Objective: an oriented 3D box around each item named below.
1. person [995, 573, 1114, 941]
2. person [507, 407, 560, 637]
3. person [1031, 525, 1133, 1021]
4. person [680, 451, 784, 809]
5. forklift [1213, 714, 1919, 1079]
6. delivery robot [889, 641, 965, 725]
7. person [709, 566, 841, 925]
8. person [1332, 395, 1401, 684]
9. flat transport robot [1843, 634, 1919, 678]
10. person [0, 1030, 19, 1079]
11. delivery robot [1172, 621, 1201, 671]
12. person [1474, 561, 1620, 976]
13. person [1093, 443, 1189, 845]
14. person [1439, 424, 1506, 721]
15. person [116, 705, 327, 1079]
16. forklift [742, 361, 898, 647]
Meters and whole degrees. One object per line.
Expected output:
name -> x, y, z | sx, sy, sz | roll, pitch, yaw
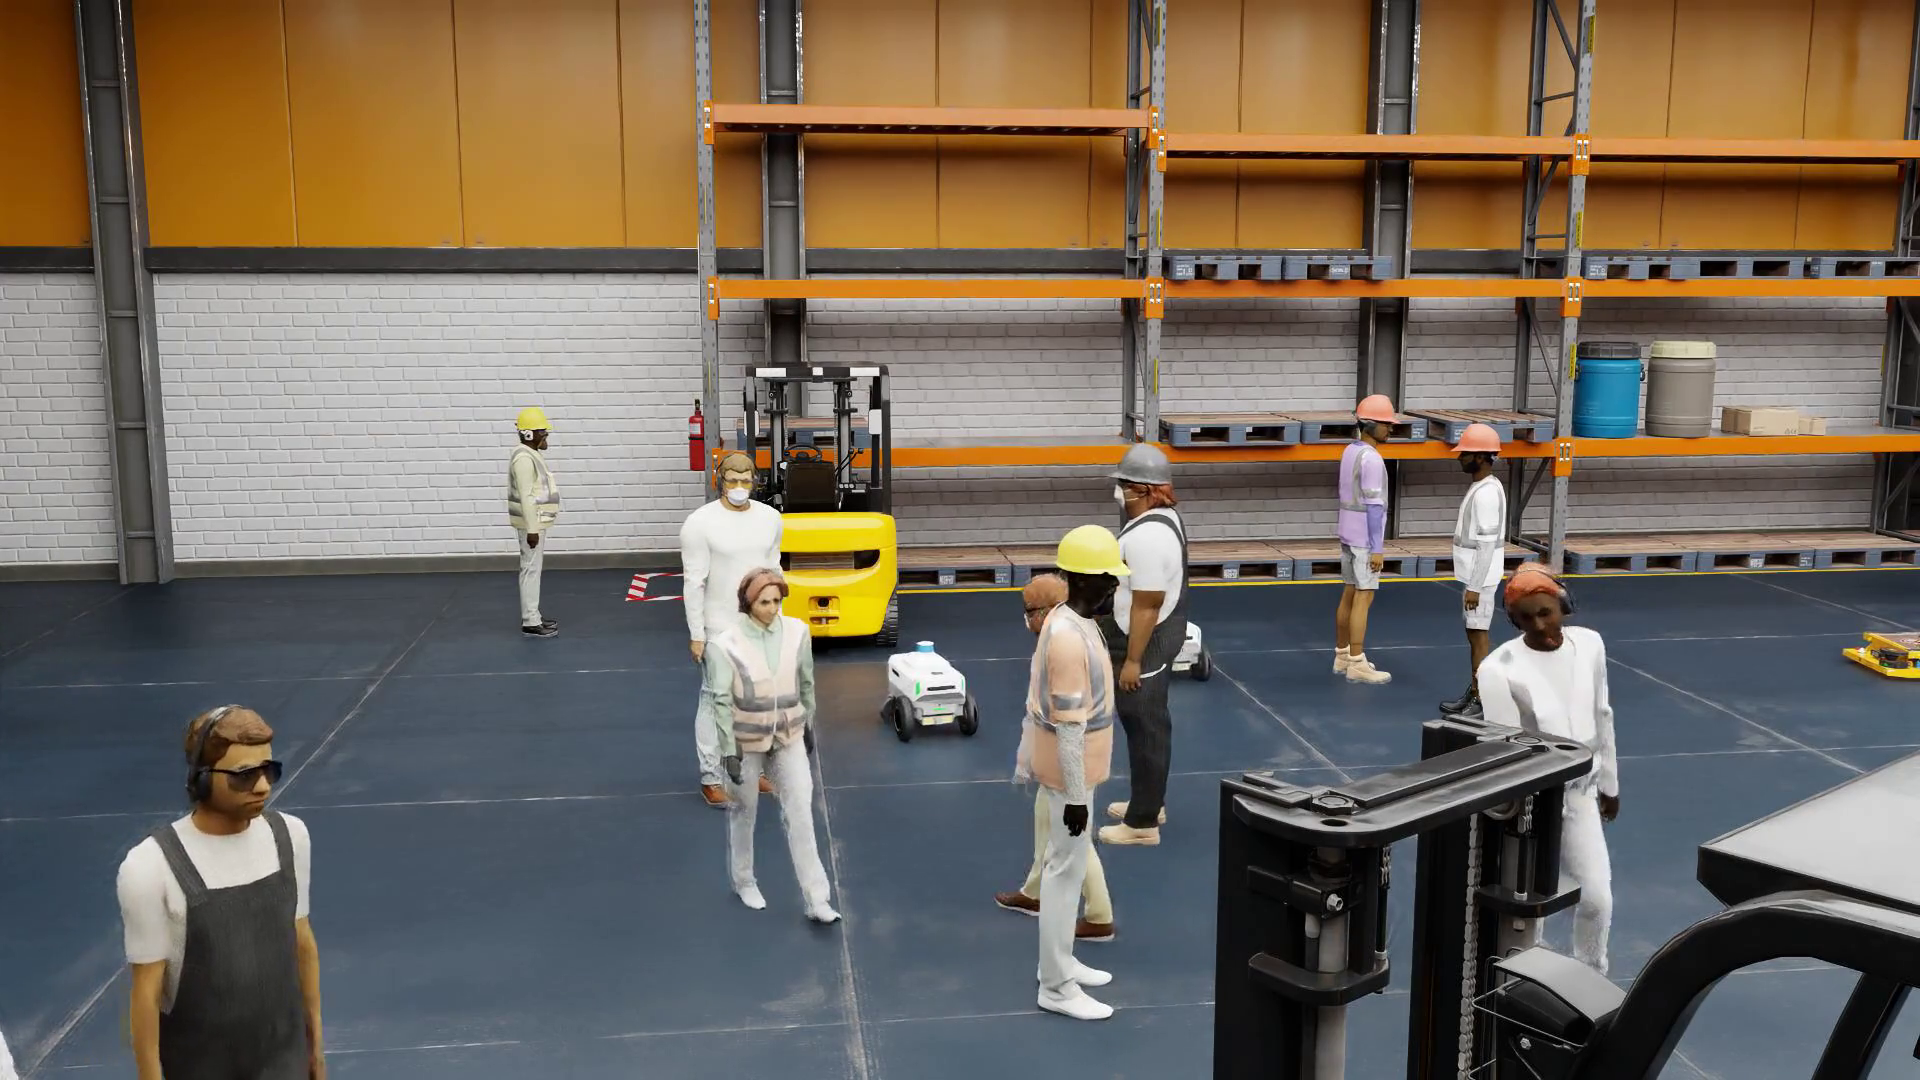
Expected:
person -> 0.378, 0.929, 7.258 | 0.727, 1.597, 0.550 | 4, 10, 25
person -> -3.398, -0.147, 13.285 | 0.404, 1.830, 0.600 | -2, 9, -13
person -> 0.473, 0.891, 6.517 | 0.382, 1.924, 0.594 | 1, 9, 5
person -> -1.215, 0.476, 9.076 | 0.629, 1.936, 0.372 | -8, 12, -40
forklift -> 1.441, 1.425, 2.350 | 1.214, 2.155, 2.313 | -7, 12, -39
delivery robot -> -0.215, 0.885, 10.528 | 0.477, 0.478, 0.707 | -3, 9, -16
person -> -0.826, 0.918, 7.340 | 0.522, 1.603, 0.783 | -5, 10, -28
person -> 2.886, -0.011, 11.787 | 0.386, 2.039, 0.615 | -1, 9, -5
flat transport robot -> 7.280, 0.831, 12.040 | 1.431, 0.197, 0.652 | 0, 9, 2
person -> -3.520, 1.153, 5.307 | 0.649, 1.791, 0.952 | 5, 11, 31
delivery robot -> 1.453, 0.662, 11.923 | 0.477, 0.478, 0.707 | -2, 9, -14
person -> 2.195, 0.984, 6.193 | 0.675, 1.848, 0.476 | -2, 9, -15
person -> 0.885, 0.518, 8.488 | 0.537, 2.000, 0.686 | 2, 9, 14
person -> 3.288, 0.224, 10.646 | 0.359, 1.938, 0.545 | 2, 9, 14
person -> -1.872, 1.304, 4.221 | 0.627, 1.830, 0.535 | 6, 11, 34
forklift -> -1.154, -0.340, 13.365 | 1.214, 2.155, 2.313 | -1, 9, -7
